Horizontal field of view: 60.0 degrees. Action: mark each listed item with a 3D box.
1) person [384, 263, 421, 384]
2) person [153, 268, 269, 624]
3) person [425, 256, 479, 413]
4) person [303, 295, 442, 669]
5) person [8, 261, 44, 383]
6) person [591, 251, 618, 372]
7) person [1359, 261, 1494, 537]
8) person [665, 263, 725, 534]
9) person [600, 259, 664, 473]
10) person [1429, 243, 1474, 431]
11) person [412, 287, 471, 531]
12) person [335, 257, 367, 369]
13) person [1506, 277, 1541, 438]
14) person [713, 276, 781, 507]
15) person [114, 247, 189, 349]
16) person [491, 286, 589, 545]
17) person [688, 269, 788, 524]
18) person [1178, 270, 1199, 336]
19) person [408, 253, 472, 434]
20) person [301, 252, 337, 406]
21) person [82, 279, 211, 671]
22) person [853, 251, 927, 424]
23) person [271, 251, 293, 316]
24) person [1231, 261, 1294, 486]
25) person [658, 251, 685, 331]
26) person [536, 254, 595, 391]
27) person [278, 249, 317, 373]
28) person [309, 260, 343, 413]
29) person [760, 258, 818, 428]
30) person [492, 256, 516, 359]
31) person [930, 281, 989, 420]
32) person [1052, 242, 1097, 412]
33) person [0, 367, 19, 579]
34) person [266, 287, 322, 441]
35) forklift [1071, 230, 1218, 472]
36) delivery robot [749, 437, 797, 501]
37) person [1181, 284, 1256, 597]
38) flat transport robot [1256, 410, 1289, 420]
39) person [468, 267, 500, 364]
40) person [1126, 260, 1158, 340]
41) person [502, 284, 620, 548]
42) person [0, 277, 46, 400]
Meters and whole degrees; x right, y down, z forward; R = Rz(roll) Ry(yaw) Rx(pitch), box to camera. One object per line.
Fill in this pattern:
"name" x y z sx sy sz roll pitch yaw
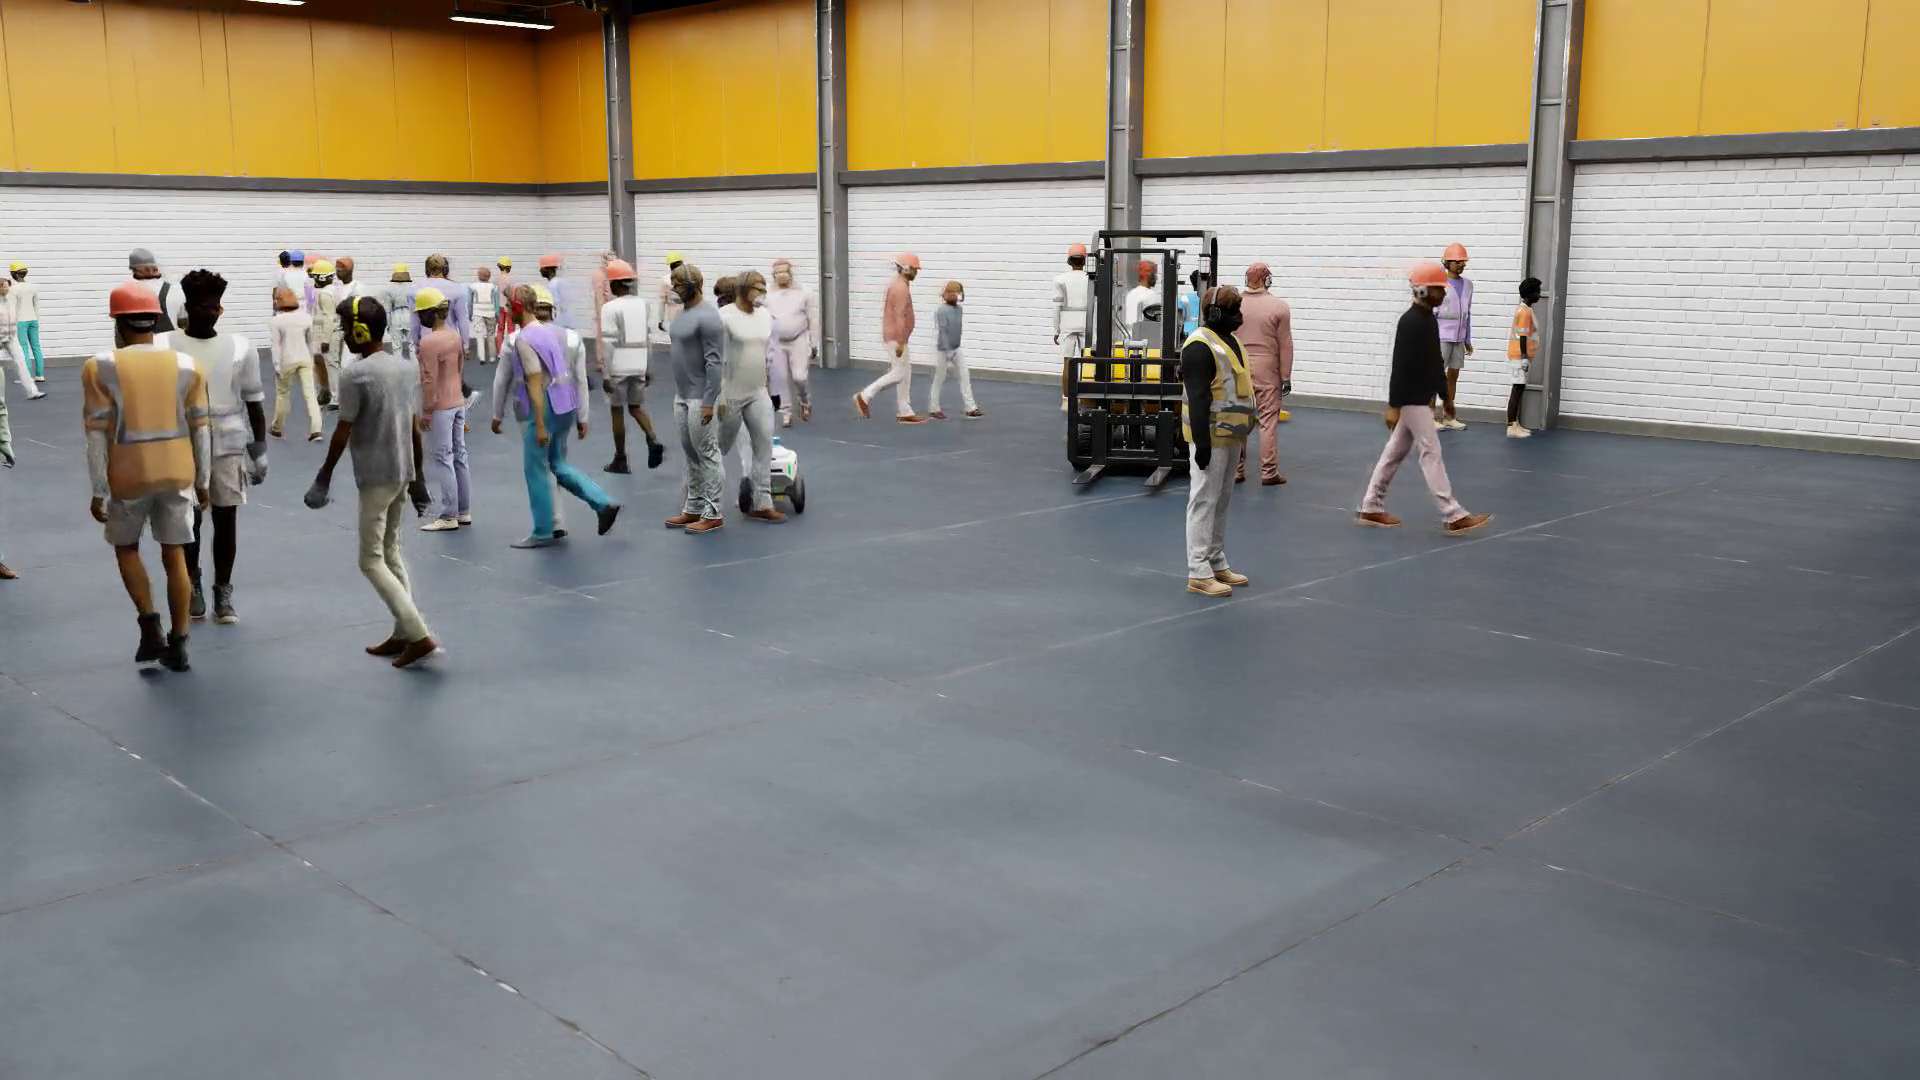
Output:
"person" -7.981 -3.098 23.856 0.492 1.740 0.314 -3 11 -16
"person" -4.118 -0.500 9.109 0.631 1.951 0.390 -7 13 -34
"person" -5.980 -2.357 19.367 0.523 1.905 0.616 1 10 4
"person" -2.832 -0.272 8.175 0.565 1.846 0.521 3 11 17
"person" -13.544 -3.146 24.048 0.312 1.767 0.533 3 11 14
"person" -5.331 -3.505 25.711 0.821 1.877 0.651 7 12 32
"person" 3.344 -1.006 11.893 1.007 1.939 0.632 5 12 26
"person" -1.902 -1.012 11.959 0.370 1.934 0.627 -7 12 -32
"person" -2.949 -1.534 14.837 0.579 1.920 0.573 9 14 41
"person" 5.368 -2.210 18.190 0.606 2.044 0.374 -5 12 -26
"person" -3.770 -0.946 12.067 0.319 1.763 0.522 2 11 9
"person" -7.400 -2.473 20.081 0.454 1.869 0.594 -10 14 -43
"person" 5.958 -1.924 17.594 0.318 1.694 0.533 4 11 21
"person" -1.771 -1.155 13.077 0.646 1.810 0.716 5 12 27
"person" -7.845 -1.827 16.108 0.595 2.000 0.684 8 13 37
"person" -2.955 -0.889 11.705 0.613 1.765 0.943 -6 12 -29
"person" -1.685 -1.094 12.505 0.979 1.893 0.637 10 14 42
"person" 3.018 -2.588 21.194 0.536 1.696 0.318 0 10 -1
"person" -5.553 -2.089 17.813 0.635 1.937 0.354 1 10 4
"person" -7.964 -2.646 20.912 0.558 1.918 0.570 7 13 34
"person" -3.959 -0.305 8.140 0.575 1.916 0.423 -8 13 -37
"person" -0.786 -2.273 18.766 0.755 1.961 0.626 -1 10 -6
"person" -11.169 -3.860 27.665 0.533 1.868 0.310 -6 12 -28
"person" 2.549 -1.421 14.248 0.643 1.912 0.410 6 12 30
"person" -4.056 -3.201 23.946 0.598 1.904 0.526 -6 12 -30
"person" -5.420 -2.905 22.430 0.985 1.893 0.551 0 10 1
"person" -10.187 -3.507 25.615 0.615 1.928 0.774 -1 10 -4
"person" -7.631 -2.456 20.102 0.404 1.835 0.587 -2 11 -9
"person" -1.915 -2.189 18.542 0.673 1.877 0.523 1 10 5
"person" -7.803 -3.987 28.636 0.525 1.769 0.309 5 11 25
"person" -0.040 -2.164 19.134 0.771 1.601 0.515 7 13 34
"person" 1.415 -2.553 20.050 0.608 2.047 0.365 1 10 4
"person" -6.052 -0.538 10.189 0.285 1.632 0.501 6 12 31
"person" -6.942 -1.821 17.296 0.870 1.588 0.495 10 14 42
"forklift" 1.804 -1.825 15.677 1.214 2.155 2.313 2 11 13
"delivery robot" -1.459 -0.561 13.001 0.477 0.478 0.707 -1 10 -3
"person" 1.550 -0.598 9.953 0.429 1.844 0.626 6 12 28
"flat transport robot" 2.992 -1.479 19.031 1.431 0.197 0.652 -5 12 -26
"person" -7.925 -3.740 27.723 0.520 1.605 0.783 -3 11 -18
"person" 1.977 -2.010 17.568 0.572 1.864 0.603 -4 11 -22
"person" -2.747 -0.836 11.351 0.680 1.812 0.607 0 10 -3
"person" -12.339 -2.586 21.479 0.876 1.591 0.515 4 11 19
